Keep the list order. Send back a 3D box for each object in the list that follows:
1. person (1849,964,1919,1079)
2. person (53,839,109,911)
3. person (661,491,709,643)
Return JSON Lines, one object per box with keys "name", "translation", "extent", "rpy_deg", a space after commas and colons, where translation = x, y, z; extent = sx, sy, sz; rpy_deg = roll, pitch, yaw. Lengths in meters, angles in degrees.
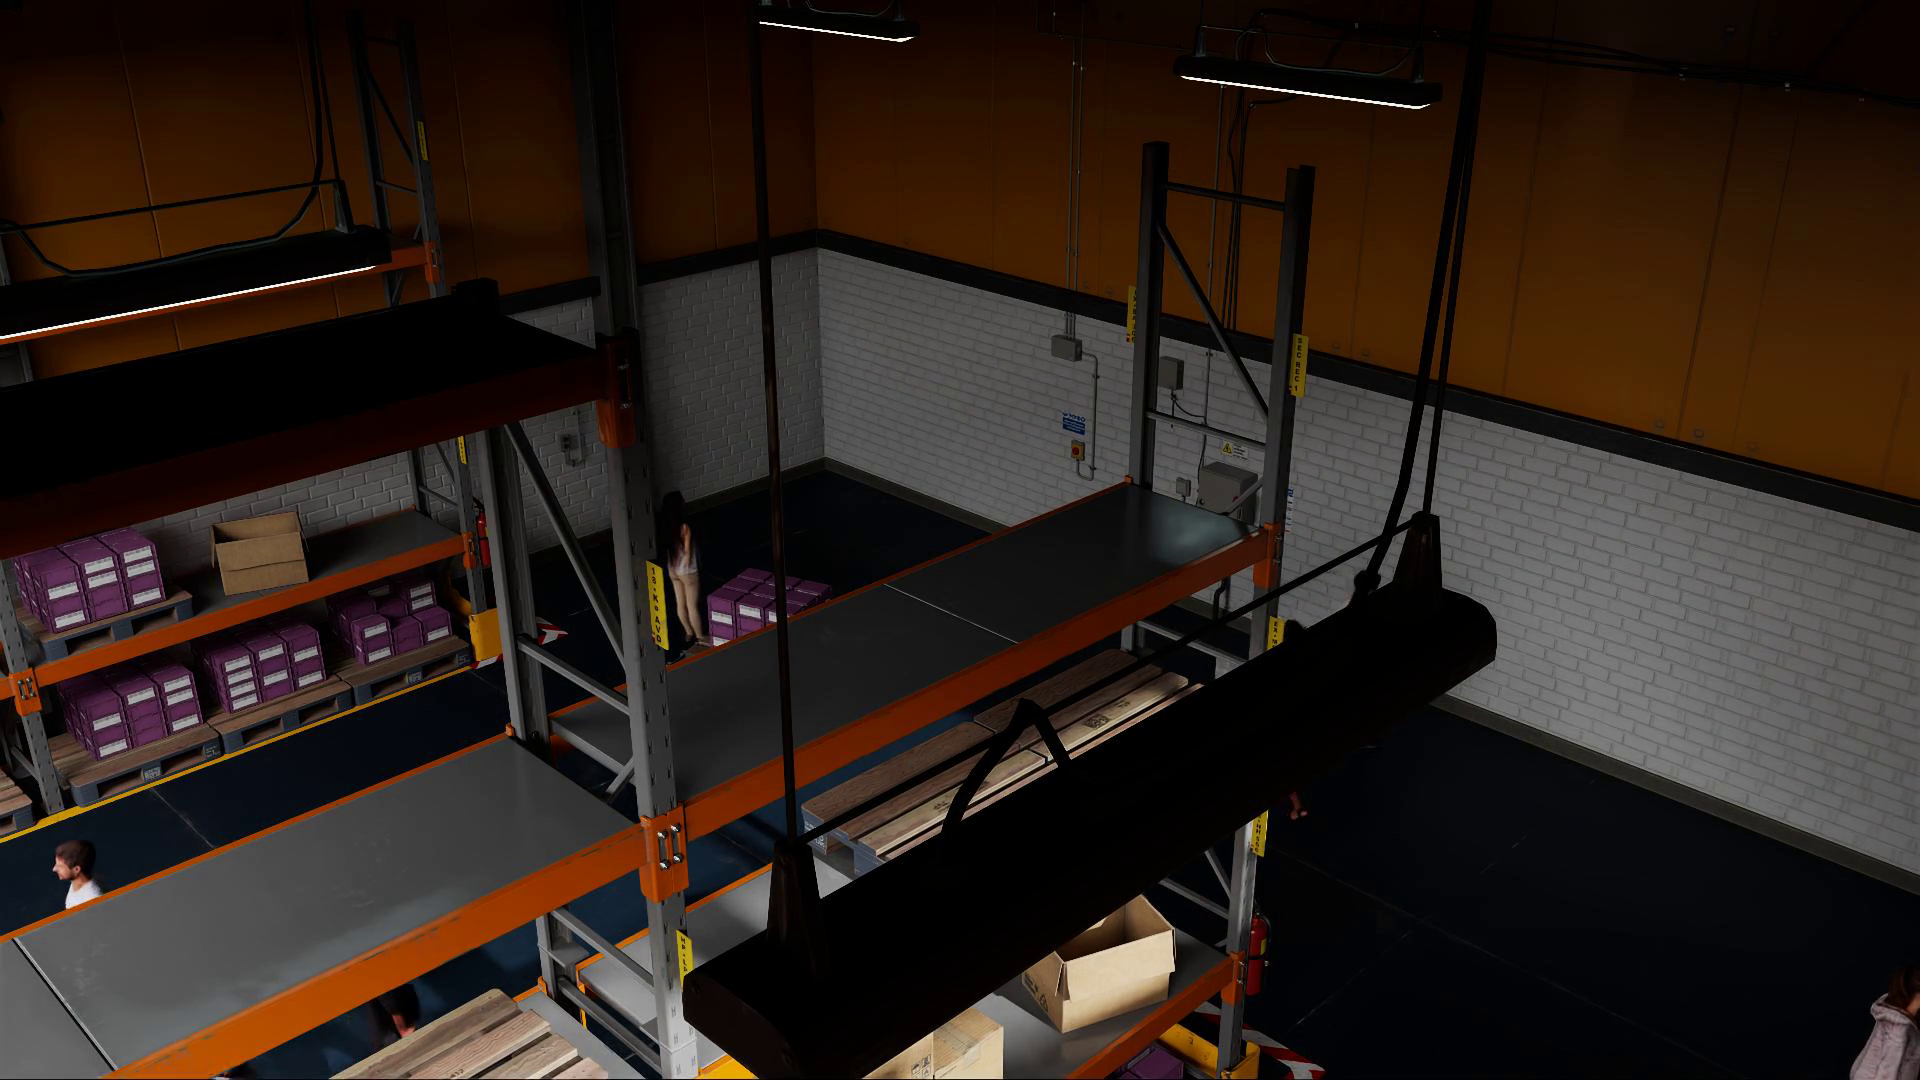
{"name": "person", "translation": [5.254, 3.147, 9.658], "extent": [0.790, 1.673, 0.675], "rpy_deg": [10, 26, 22]}
{"name": "person", "translation": [-5.311, 2.674, 10.547], "extent": [1.187, 1.827, 0.796], "rpy_deg": [-16, 28, -32]}
{"name": "person", "translation": [-2.692, 0.294, 16.217], "extent": [0.563, 1.648, 0.687], "rpy_deg": [19, 30, 37]}
